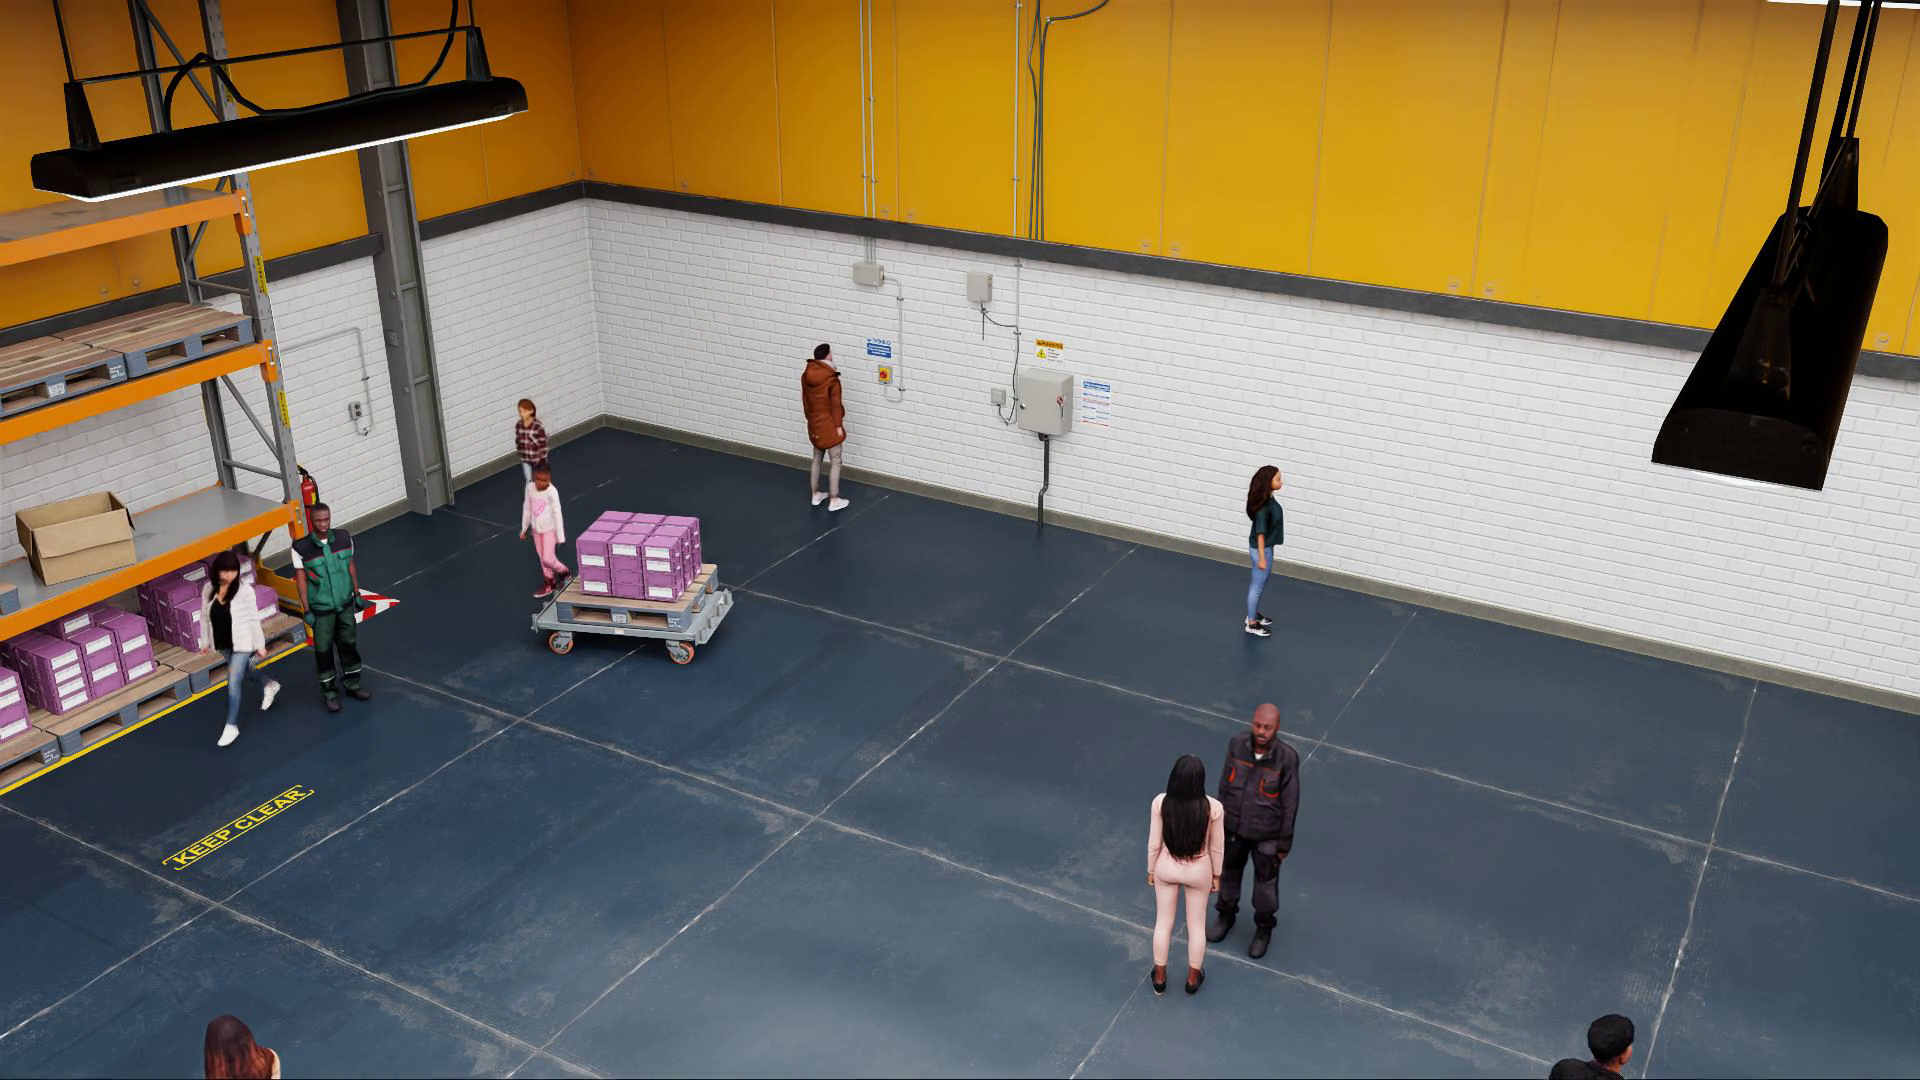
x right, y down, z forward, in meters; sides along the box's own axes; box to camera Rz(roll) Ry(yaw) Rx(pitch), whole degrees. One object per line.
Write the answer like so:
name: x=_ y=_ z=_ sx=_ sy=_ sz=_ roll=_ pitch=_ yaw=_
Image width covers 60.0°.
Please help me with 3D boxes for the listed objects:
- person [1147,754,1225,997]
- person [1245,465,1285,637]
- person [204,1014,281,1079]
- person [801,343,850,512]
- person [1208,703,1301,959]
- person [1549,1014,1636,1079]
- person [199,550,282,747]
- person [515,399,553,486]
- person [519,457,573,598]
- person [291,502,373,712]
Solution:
person: x=1.409 y=2.112 z=10.501 sx=0.690 sy=1.721 sz=0.653 roll=4 pitch=24 yaw=9
person: x=2.778 y=0.075 z=15.289 sx=0.722 sy=1.617 sz=0.613 roll=6 pitch=24 yaw=13
person: x=-3.567 y=3.069 z=8.387 sx=0.642 sy=1.659 sz=0.446 roll=14 pitch=27 yaw=29
person: x=-1.460 y=-1.229 z=18.000 sx=0.741 sy=1.835 sz=0.727 roll=18 pitch=30 yaw=36
person: x=1.951 y=1.861 z=10.954 sx=0.690 sy=1.817 sz=0.571 roll=14 pitch=27 yaw=29
person: x=3.019 y=3.113 z=8.104 sx=0.976 sy=1.806 sz=0.893 roll=-14 pitch=27 yaw=-30
person: x=-5.898 y=0.807 z=13.644 sx=0.893 sy=1.593 sz=1.175 roll=5 pitch=24 yaw=12
person: x=-4.584 y=-0.918 z=17.961 sx=0.658 sy=1.298 sz=0.813 roll=5 pitch=24 yaw=12
person: x=-3.942 y=-0.144 z=16.009 sx=0.603 sy=1.443 sz=0.634 roll=18 pitch=29 yaw=35
person: x=-5.288 y=0.533 z=13.965 sx=0.799 sy=1.840 sz=0.625 roll=21 pitch=31 yaw=39
